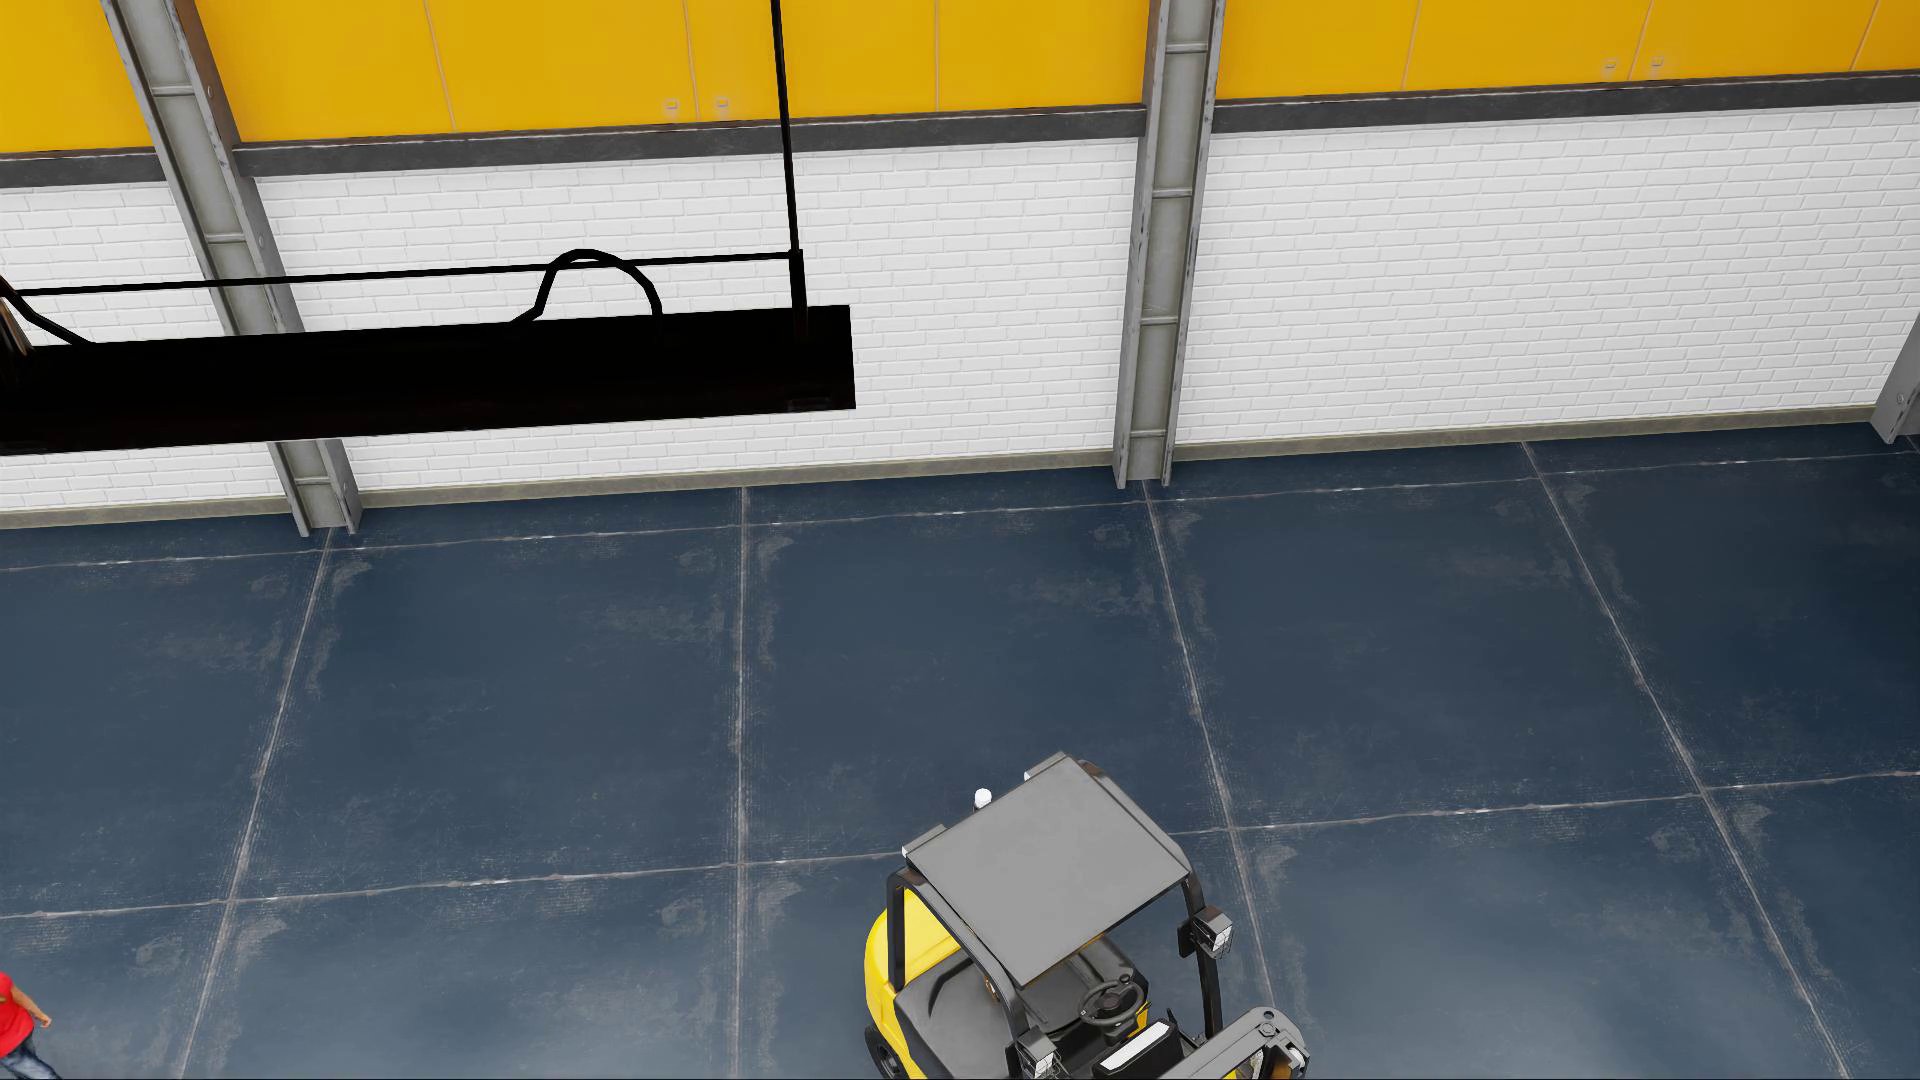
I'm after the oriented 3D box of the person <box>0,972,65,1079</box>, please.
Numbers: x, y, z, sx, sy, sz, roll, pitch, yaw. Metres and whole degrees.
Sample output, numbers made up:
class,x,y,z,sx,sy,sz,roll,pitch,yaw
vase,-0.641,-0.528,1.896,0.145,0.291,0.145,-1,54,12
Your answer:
class,x,y,z,sx,sy,sz,roll,pitch,yaw
person,-4.763,2.553,8.454,0.958,1.283,0.734,13,45,14
